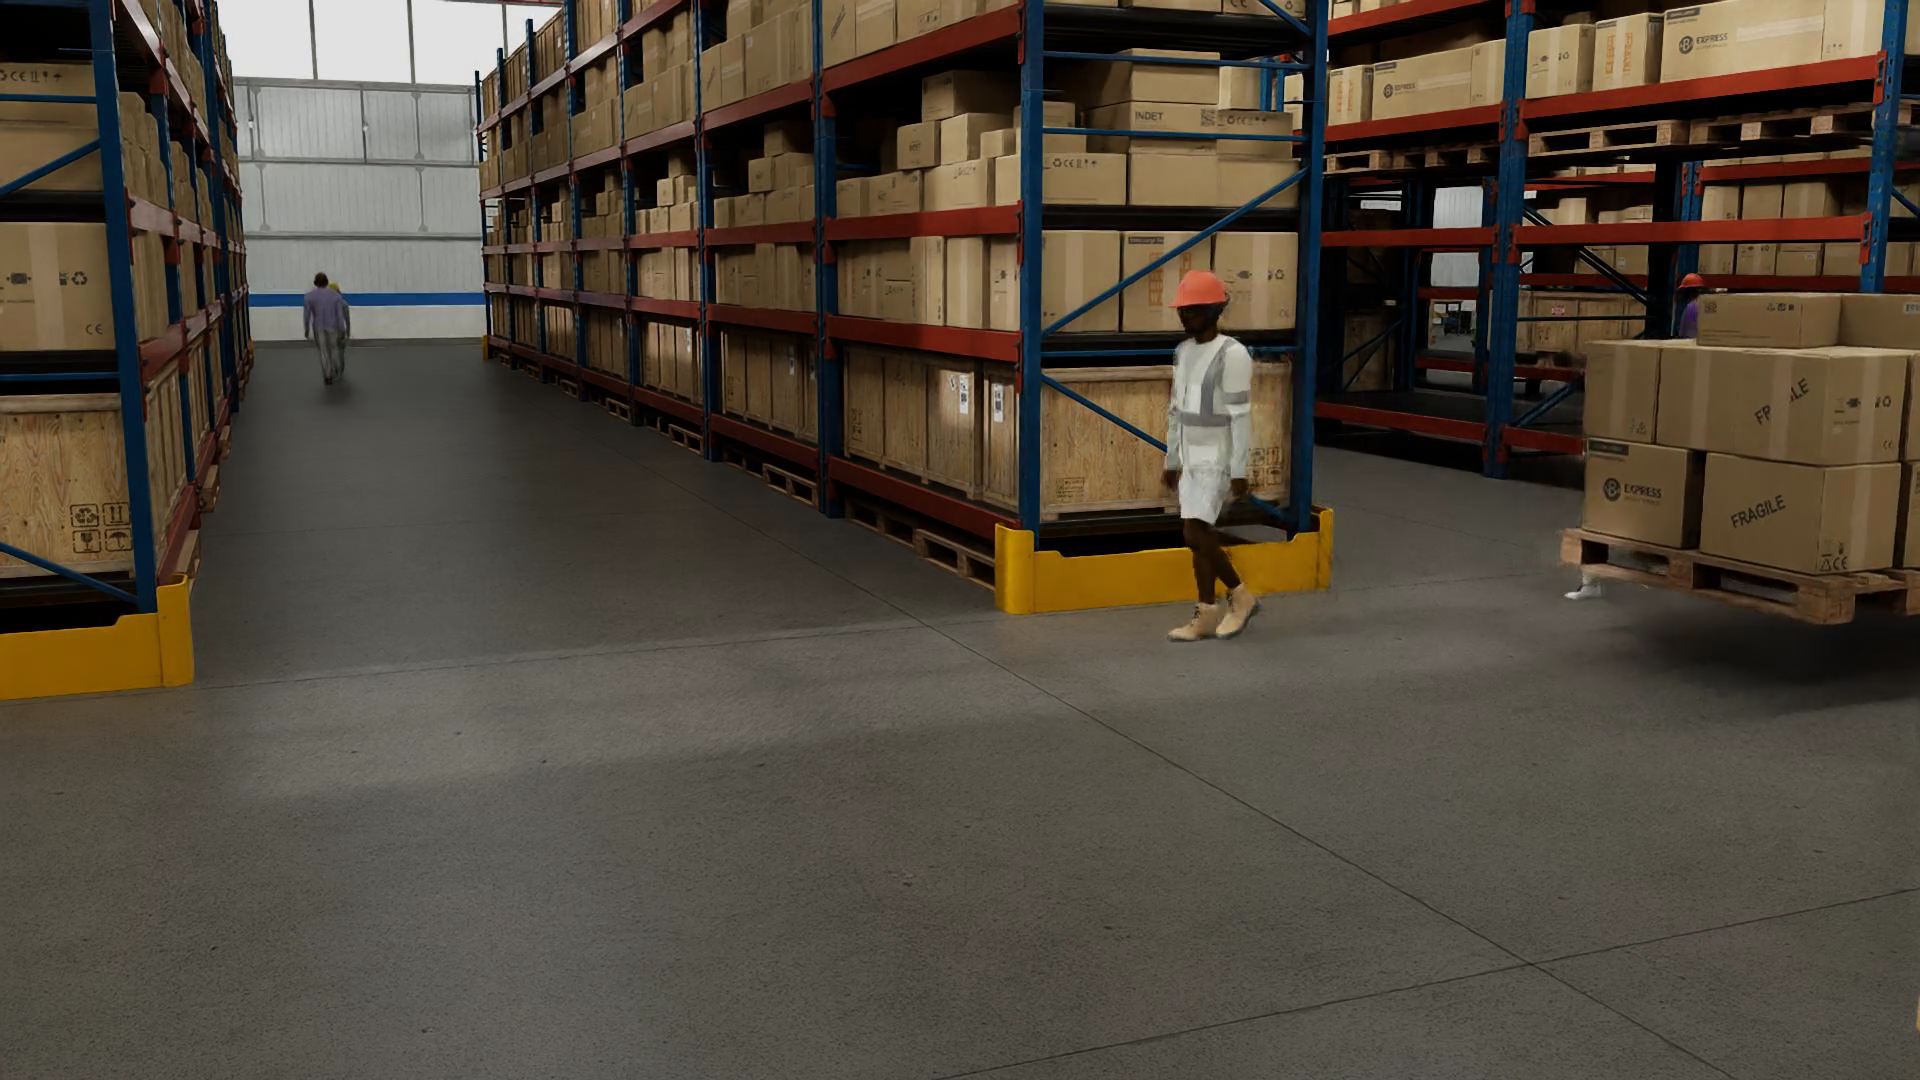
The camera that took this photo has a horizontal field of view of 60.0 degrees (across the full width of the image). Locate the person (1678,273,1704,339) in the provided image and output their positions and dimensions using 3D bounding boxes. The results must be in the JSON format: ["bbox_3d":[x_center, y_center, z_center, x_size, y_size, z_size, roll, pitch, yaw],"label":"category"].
[{"bbox_3d":[9.083,-2.345,20.731,0.374,1.935,0.552,7,12,36],"label":"person"}]

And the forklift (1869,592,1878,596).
[{"bbox_3d":[6.491,-0.950,9.550,1.873,2.768,1.129,-4,10,-23],"label":"forklift"}]

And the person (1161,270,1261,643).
[{"bbox_3d":[1.308,-0.430,8.983,0.434,2.030,0.609,-4,10,-21],"label":"person"}]

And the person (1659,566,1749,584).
[{"bbox_3d":[4.842,-0.607,10.581,1.015,1.853,0.667,0,9,-3],"label":"person"}]

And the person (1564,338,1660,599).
[{"bbox_3d":[4.039,-0.427,10.193,0.533,1.616,0.517,-4,10,-22],"label":"person"}]

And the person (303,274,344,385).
[{"bbox_3d":[-10.875,-3.602,28.444,0.643,1.886,1.075,-5,11,-26],"label":"person"}]

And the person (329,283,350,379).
[{"bbox_3d":[-11.210,-3.749,29.851,0.501,1.695,0.902,-5,11,-30],"label":"person"}]
